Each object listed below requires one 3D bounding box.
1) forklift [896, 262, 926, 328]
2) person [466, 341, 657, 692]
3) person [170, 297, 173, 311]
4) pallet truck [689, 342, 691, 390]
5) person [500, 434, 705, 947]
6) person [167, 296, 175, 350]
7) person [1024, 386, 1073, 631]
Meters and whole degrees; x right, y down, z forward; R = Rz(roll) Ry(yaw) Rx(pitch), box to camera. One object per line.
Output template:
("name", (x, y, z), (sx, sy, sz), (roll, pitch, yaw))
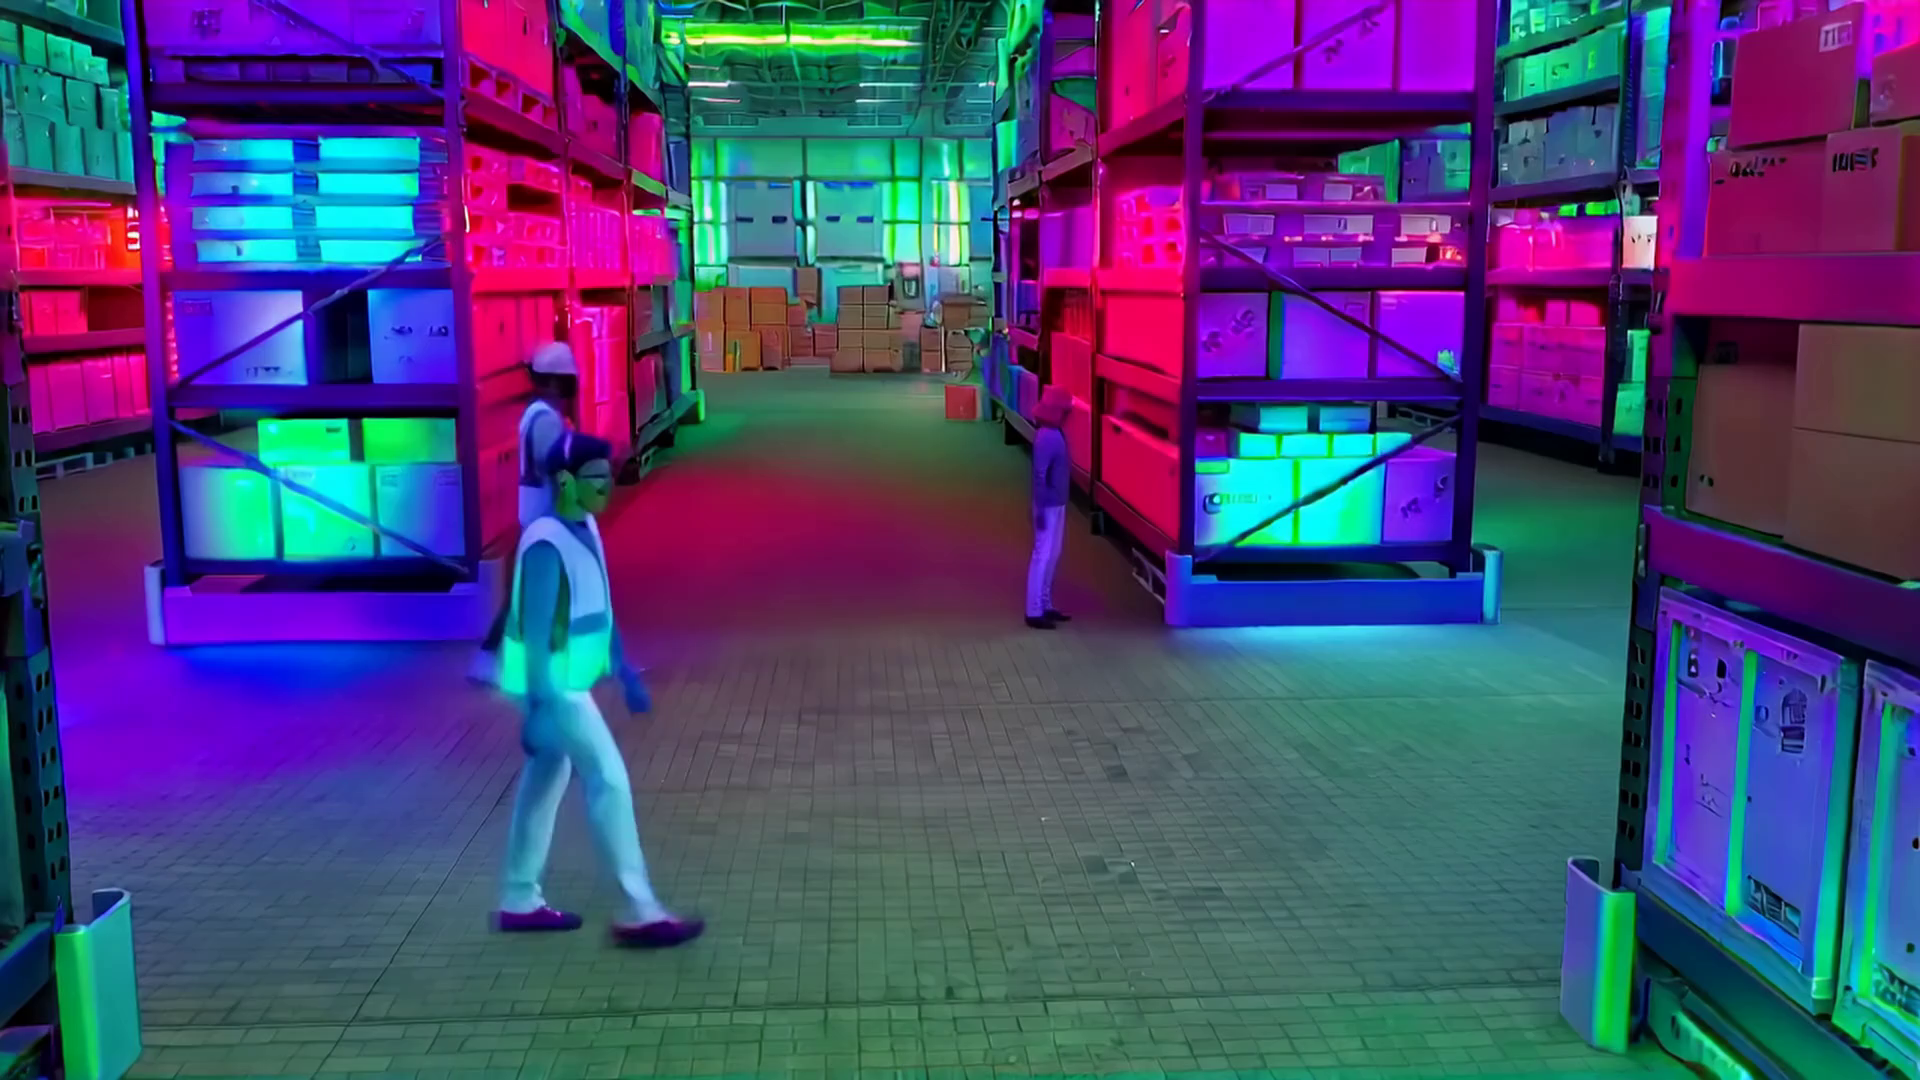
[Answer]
("forklift", (-1.780, -8.547, 59.499), (1.129, 2.768, 1.873), (-1, 9, -4))
("person", (-2.328, -0.123, 9.412), (1.065, 1.994, 0.629), (-2, 9, -14))
("person", (-29.558, -8.623, 62.794), (0.402, 1.987, 0.608), (1, 9, 4))
("pallet truck", (-5.225, -3.008, 27.480), (1.885, 1.965, 0.823), (2, 9, 14))
("person", (-1.268, 0.532, 5.853), (0.866, 1.809, 0.595), (-1, 9, -4))
("person", (-24.673, -6.740, 51.726), (0.485, 1.740, 0.303), (8, 12, 42))
("person", (0.599, -0.213, 11.103), (0.284, 1.625, 0.504), (3, 10, 20))
